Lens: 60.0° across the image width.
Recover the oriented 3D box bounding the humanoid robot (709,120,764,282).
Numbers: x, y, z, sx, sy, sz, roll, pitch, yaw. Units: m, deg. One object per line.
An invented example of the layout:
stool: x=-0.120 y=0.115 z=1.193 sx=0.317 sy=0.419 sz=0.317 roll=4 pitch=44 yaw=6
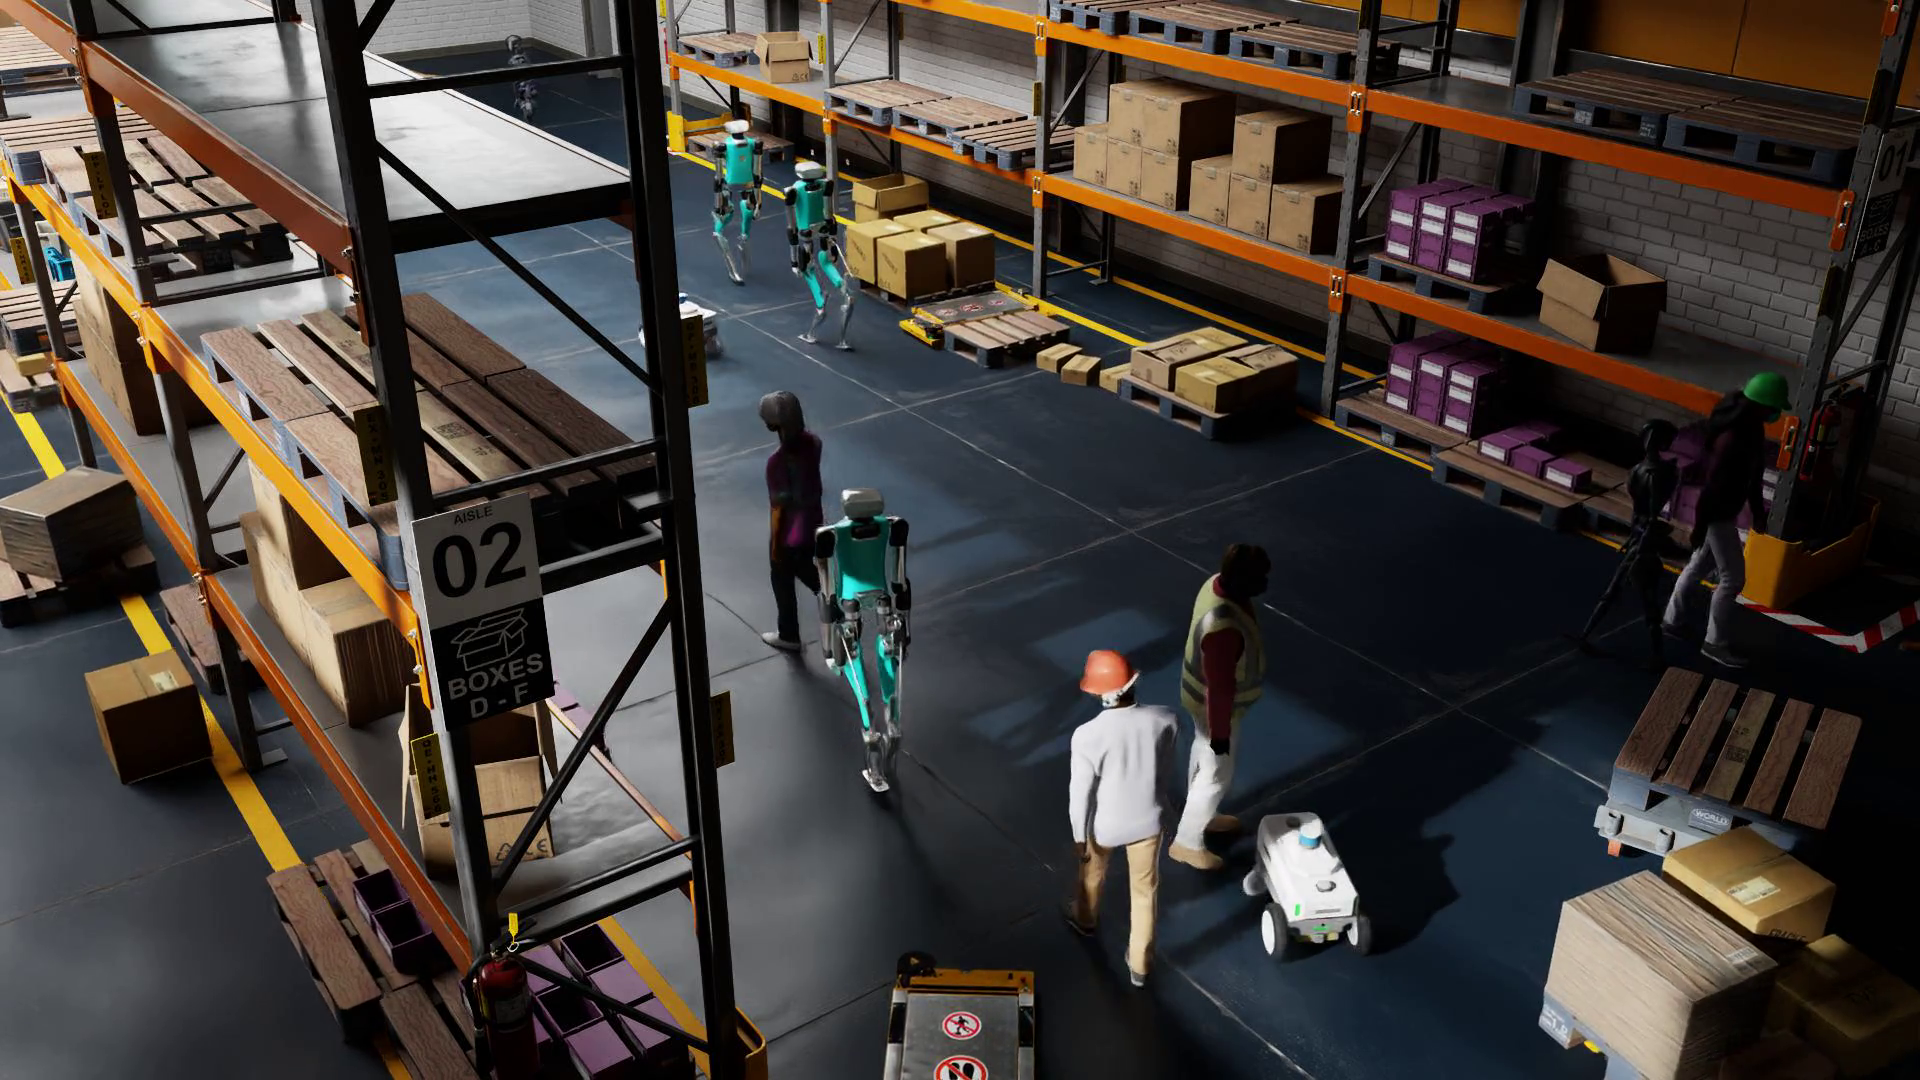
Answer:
humanoid robot: x=-2.373 y=-3.470 z=17.383 sx=0.542 sy=1.901 sz=0.723 roll=-14 pitch=30 yaw=-25

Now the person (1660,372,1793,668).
person: x=4.891 y=-0.137 z=10.416 sx=0.760 sy=1.919 sz=0.503 roll=19 pitch=32 yaw=33

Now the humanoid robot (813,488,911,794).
humanoid robot: x=-0.443 y=0.682 z=9.088 sx=0.539 sy=1.849 sz=0.783 roll=-10 pitch=28 yaw=-20

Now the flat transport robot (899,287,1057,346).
flat transport robot: x=0.181 y=-2.195 z=16.354 sx=1.431 sy=0.231 sz=0.659 roll=-15 pitch=30 yaw=-27

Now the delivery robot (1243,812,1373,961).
delivery robot: x=1.717 y=1.716 z=8.269 sx=0.517 sy=0.606 sz=0.777 roll=-3 pitch=27 yaw=-5

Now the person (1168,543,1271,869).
person: x=1.355 y=0.841 z=8.594 sx=0.434 sy=1.832 sz=0.637 roll=4 pitch=27 yaw=7

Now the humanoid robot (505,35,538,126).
humanoid robot: x=-5.729 y=-5.879 z=22.145 sx=0.439 sy=1.652 sz=0.609 roll=-15 pitch=30 yaw=-27

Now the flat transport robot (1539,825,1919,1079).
flat transport robot: x=3.357 y=2.358 z=7.298 sx=0.659 sy=0.231 sz=1.431 roll=-13 pitch=29 yaw=-24

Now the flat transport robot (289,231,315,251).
flat transport robot: x=-7.270 y=-3.113 z=18.180 sx=1.431 sy=0.231 sz=0.659 roll=16 pitch=31 yaw=29

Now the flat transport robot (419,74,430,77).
flat transport robot: x=-7.766 y=-5.677 z=23.278 sx=0.659 sy=0.231 sz=1.431 roll=0 pitch=27 yaw=1

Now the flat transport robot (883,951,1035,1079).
flat transport robot: x=-0.001 y=2.364 z=7.285 sx=0.659 sy=0.231 sz=1.431 roll=1 pitch=27 yaw=2

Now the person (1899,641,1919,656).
person: x=6.289 y=-0.071 z=10.291 sx=0.429 sy=1.927 sz=0.657 roll=11 pitch=29 yaw=21

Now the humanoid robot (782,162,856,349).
humanoid robot: x=-1.247 y=-2.596 z=15.543 sx=0.551 sy=1.777 sz=0.876 roll=-20 pitch=33 yaw=-34

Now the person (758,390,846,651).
person: x=-0.994 y=-0.085 z=10.417 sx=0.608 sy=1.825 sz=0.536 roll=16 pitch=31 yaw=28

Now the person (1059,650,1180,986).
person: x=0.747 y=1.248 z=7.886 sx=0.583 sy=1.706 sz=0.753 roll=-7 pitch=27 yaw=-13

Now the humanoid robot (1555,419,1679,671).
humanoid robot: x=4.218 y=0.031 z=10.388 sx=0.723 sy=1.626 sz=0.604 roll=7 pitch=27 yaw=13

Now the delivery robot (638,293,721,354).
delivery robot: x=-2.643 y=-2.044 z=15.723 sx=0.765 sy=0.585 sz=0.499 roll=19 pitch=33 yaw=33
